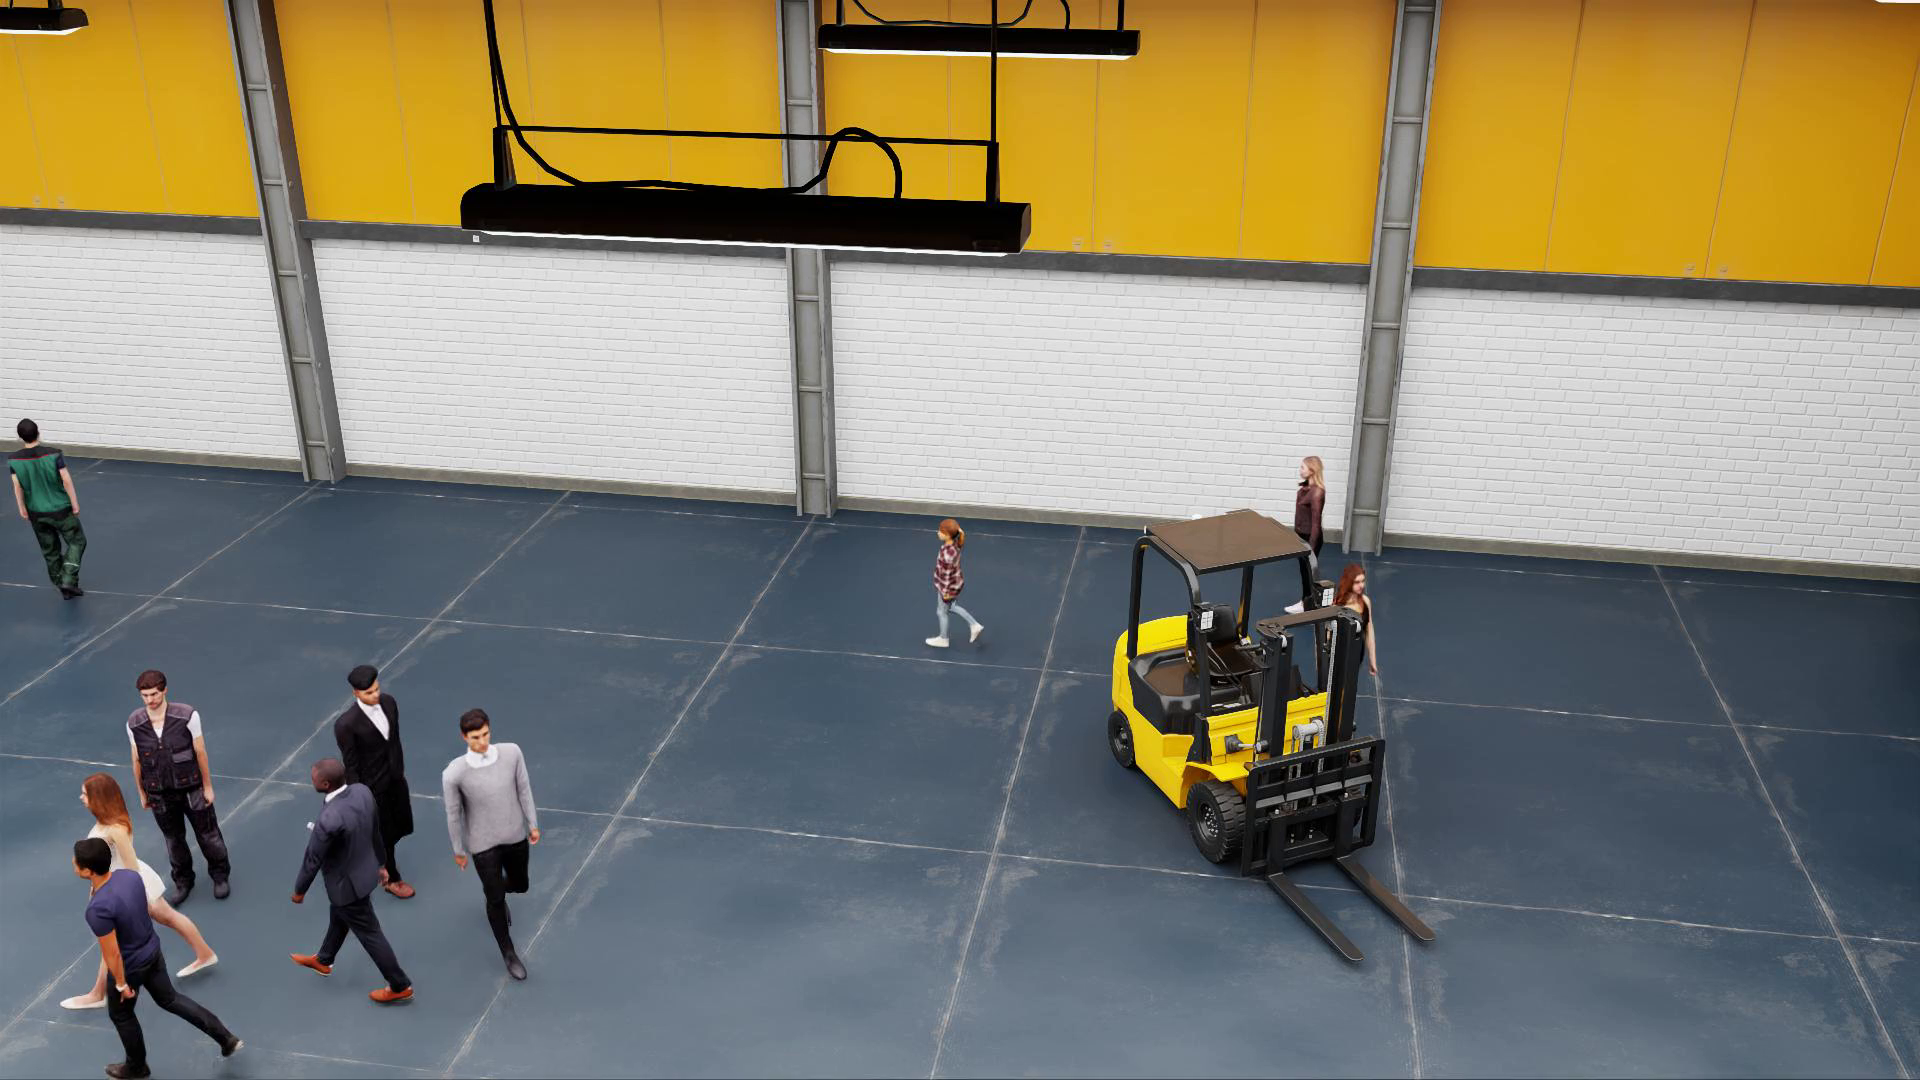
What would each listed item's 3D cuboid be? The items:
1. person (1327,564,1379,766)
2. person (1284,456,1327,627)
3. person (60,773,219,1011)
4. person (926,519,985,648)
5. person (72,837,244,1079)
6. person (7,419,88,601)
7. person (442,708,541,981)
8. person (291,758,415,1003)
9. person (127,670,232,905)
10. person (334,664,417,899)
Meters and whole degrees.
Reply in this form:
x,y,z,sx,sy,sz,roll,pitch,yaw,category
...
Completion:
x,y,z,sx,sy,sz,roll,pitch,yaw,category
3.128,0.964,13.715,1.128,1.689,1.105,-12,26,-26,person
3.346,-0.003,15.912,0.552,1.703,0.638,0,24,1,person
-5.315,2.240,10.834,1.187,1.659,1.059,-13,27,-27,person
-0.035,0.411,15.472,0.782,1.296,0.567,6,24,14,person
-4.889,2.537,10.025,1.080,1.763,0.695,5,24,10,person
-8.913,-0.265,16.273,0.911,1.893,0.942,-6,24,-13,person
-3.150,1.954,11.186,1.124,1.901,1.217,-18,29,-35,person
-3.831,2.234,10.693,1.135,1.784,0.712,3,24,7,person
-5.535,1.727,11.775,0.651,1.845,0.787,-5,24,-12,person
-4.200,1.698,11.821,0.895,1.861,0.846,12,26,26,person
